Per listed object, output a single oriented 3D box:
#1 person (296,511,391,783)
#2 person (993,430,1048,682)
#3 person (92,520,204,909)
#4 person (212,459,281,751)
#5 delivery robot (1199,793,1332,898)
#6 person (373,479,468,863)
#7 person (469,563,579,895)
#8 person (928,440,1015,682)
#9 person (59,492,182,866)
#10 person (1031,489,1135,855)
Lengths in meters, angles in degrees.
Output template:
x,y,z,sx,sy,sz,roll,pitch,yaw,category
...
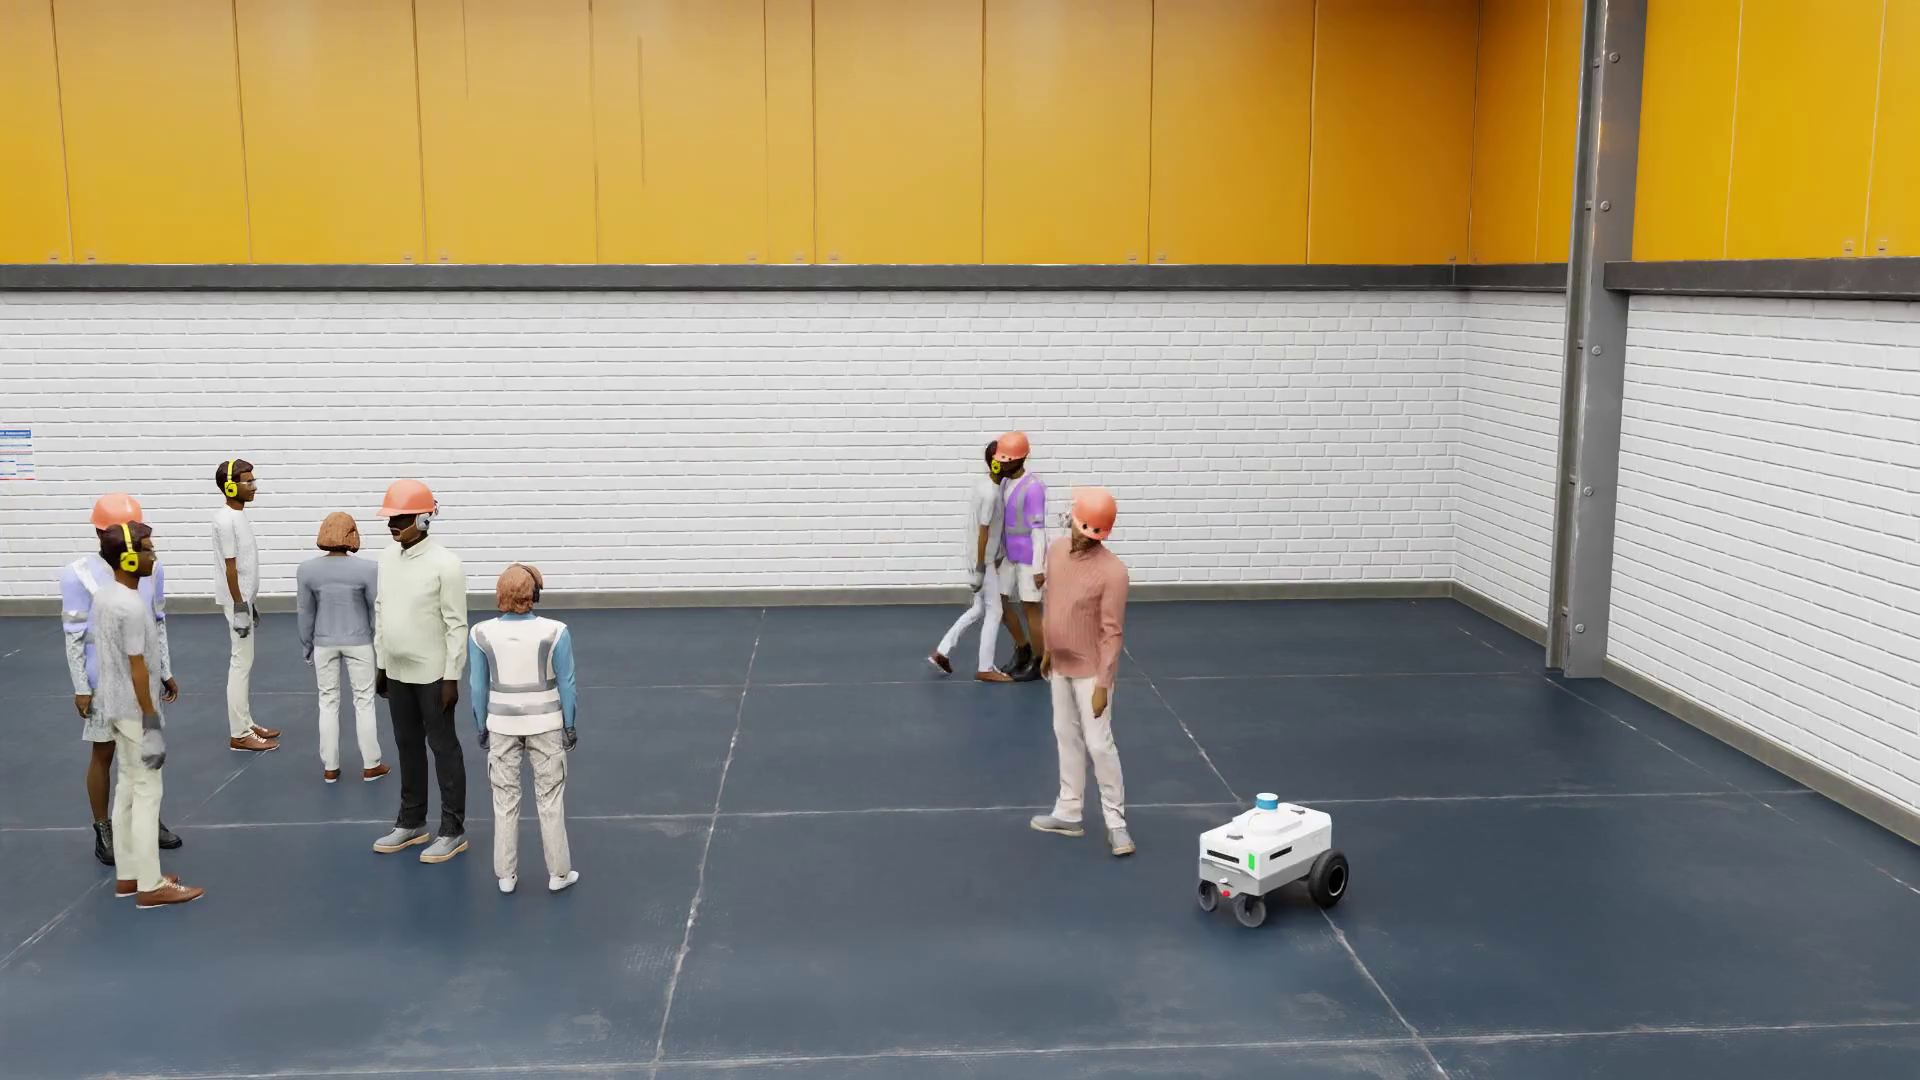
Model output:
x,y,z,sx,sy,sz,roll,pitch,yaw,category
-3.689,0.641,9.966,0.507,1.631,0.266,-1,9,-5,person
0.443,0.129,12.339,0.510,1.902,0.575,-4,10,-25,person
-3.967,0.832,8.026,0.334,1.873,0.539,-9,12,-43,person
-4.586,0.413,10.659,0.328,1.872,0.513,-3,10,-19,person
1.461,1.454,7.941,0.477,0.478,0.707,9,13,44,delivery robot
-2.816,0.670,8.651,0.611,1.995,0.375,5,10,29,person
-2.123,0.930,8.136,0.511,1.640,0.308,0,9,-2,person
0.094,0.164,12.358,0.639,1.835,0.545,-1,9,-4,person
-4.337,0.705,8.647,0.373,1.928,0.543,6,11,32,person
0.634,0.676,8.799,0.377,1.945,0.713,-5,11,-31,person
